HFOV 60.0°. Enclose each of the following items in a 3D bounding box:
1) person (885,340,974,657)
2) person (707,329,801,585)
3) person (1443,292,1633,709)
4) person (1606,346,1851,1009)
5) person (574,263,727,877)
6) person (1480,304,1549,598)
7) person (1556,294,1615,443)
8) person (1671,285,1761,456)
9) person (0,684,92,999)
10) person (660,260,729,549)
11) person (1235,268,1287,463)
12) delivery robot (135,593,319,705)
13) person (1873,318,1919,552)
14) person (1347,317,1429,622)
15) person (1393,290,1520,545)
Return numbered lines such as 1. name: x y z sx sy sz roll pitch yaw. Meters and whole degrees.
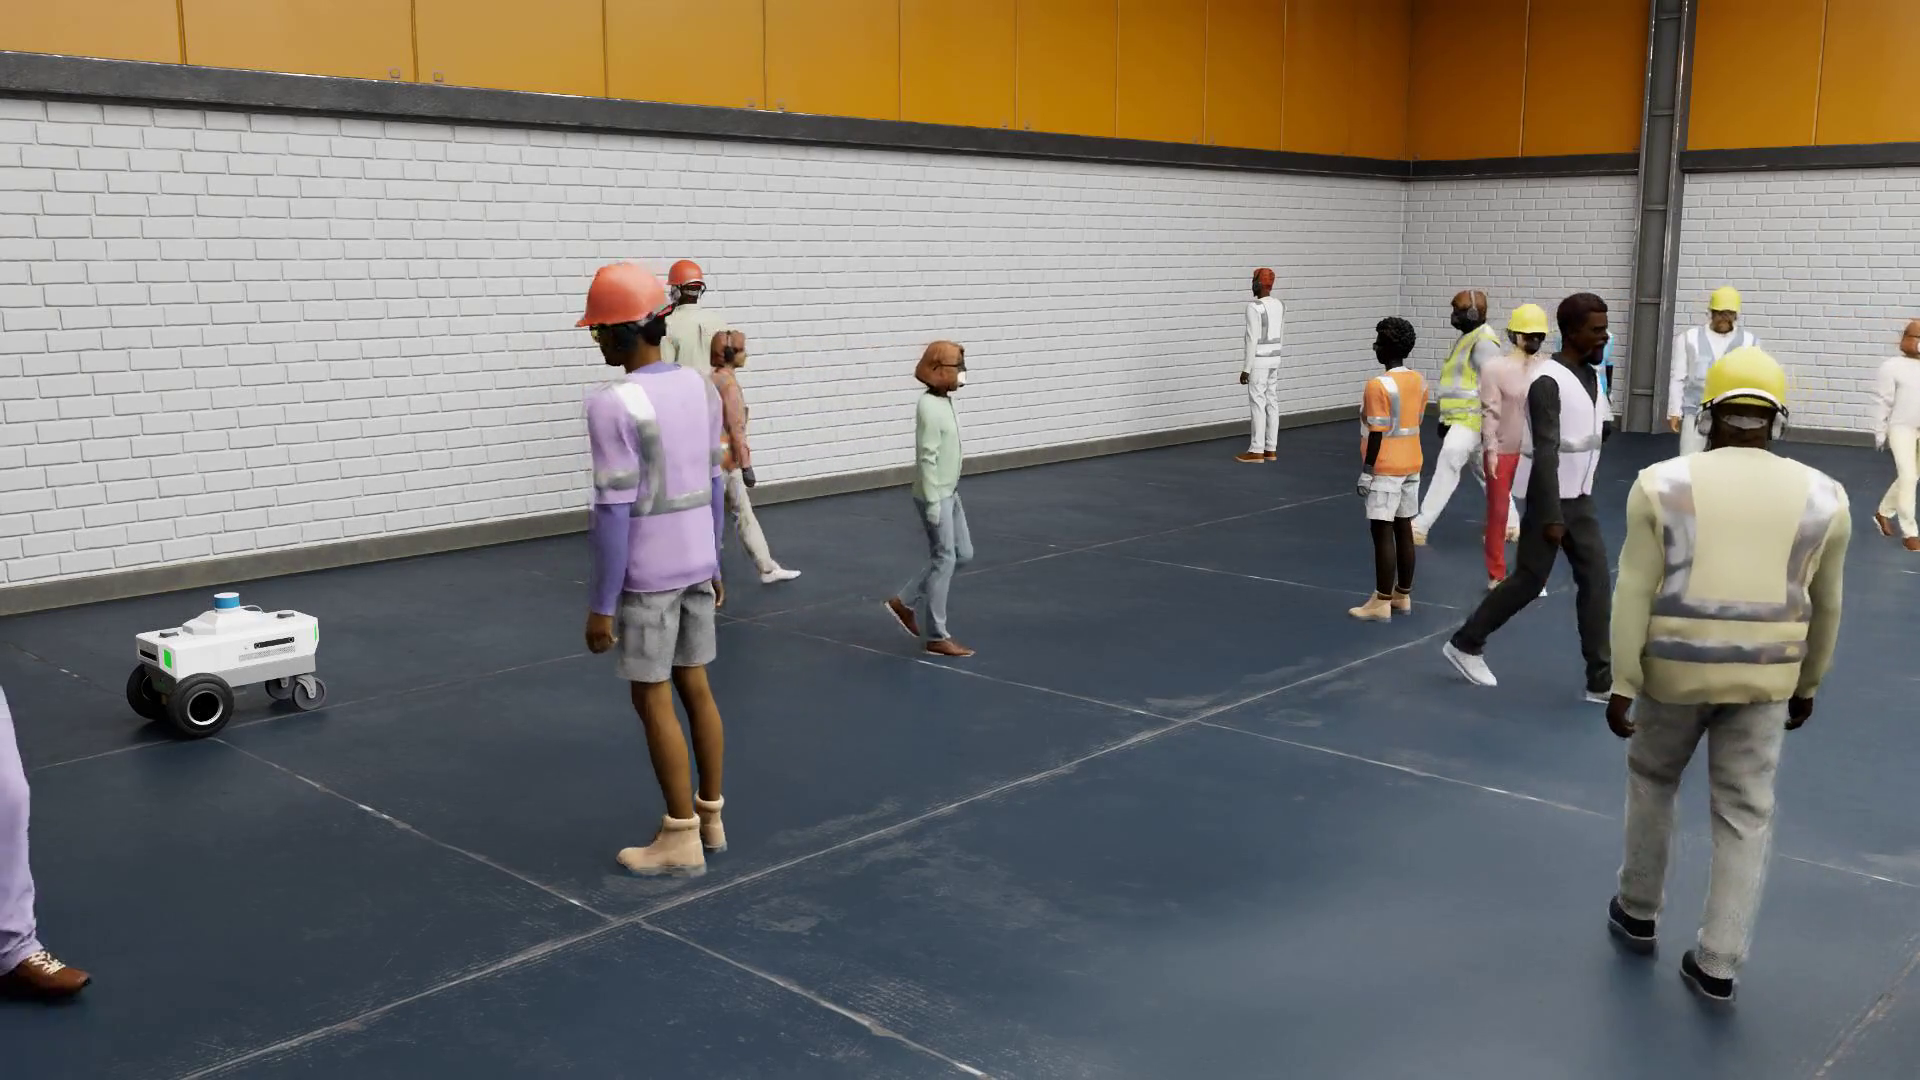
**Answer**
1. person: -0.130 -0.209 8.465 0.417 1.618 0.522 2 10 10
2. person: -1.411 -0.464 10.004 0.875 1.588 0.535 -3 10 -16
3. person: 2.723 -0.197 7.649 0.951 1.883 0.600 9 14 43
4. person: 2.129 0.357 4.728 0.609 1.801 0.752 2 10 12
5. person: -0.999 0.107 5.561 0.492 2.022 0.650 5 11 27
6. person: 3.294 -0.506 9.785 0.519 1.749 0.459 -1 10 -5
7. person: 5.311 -1.241 14.139 0.556 1.684 0.368 -1 10 -8
8. person: 5.587 -0.984 12.332 0.591 1.809 0.607 4 11 22
9. person: -2.752 0.389 4.385 0.836 1.863 0.666 2 10 10
10. person: -1.837 -0.901 11.340 0.377 1.995 0.612 9 13 42
11. person: 2.925 -1.690 16.155 0.355 1.883 0.575 9 13 42
12. delivery robot: -3.215 0.476 7.334 0.477 0.478 0.707 9 14 42
13. person: 6.671 -0.765 11.693 0.504 1.602 0.813 0 10 -1
14. person: 2.396 -0.390 9.284 0.318 1.697 0.535 9 13 42
15. person: 3.526 -0.843 11.603 0.980 1.790 0.648 1 10 7
